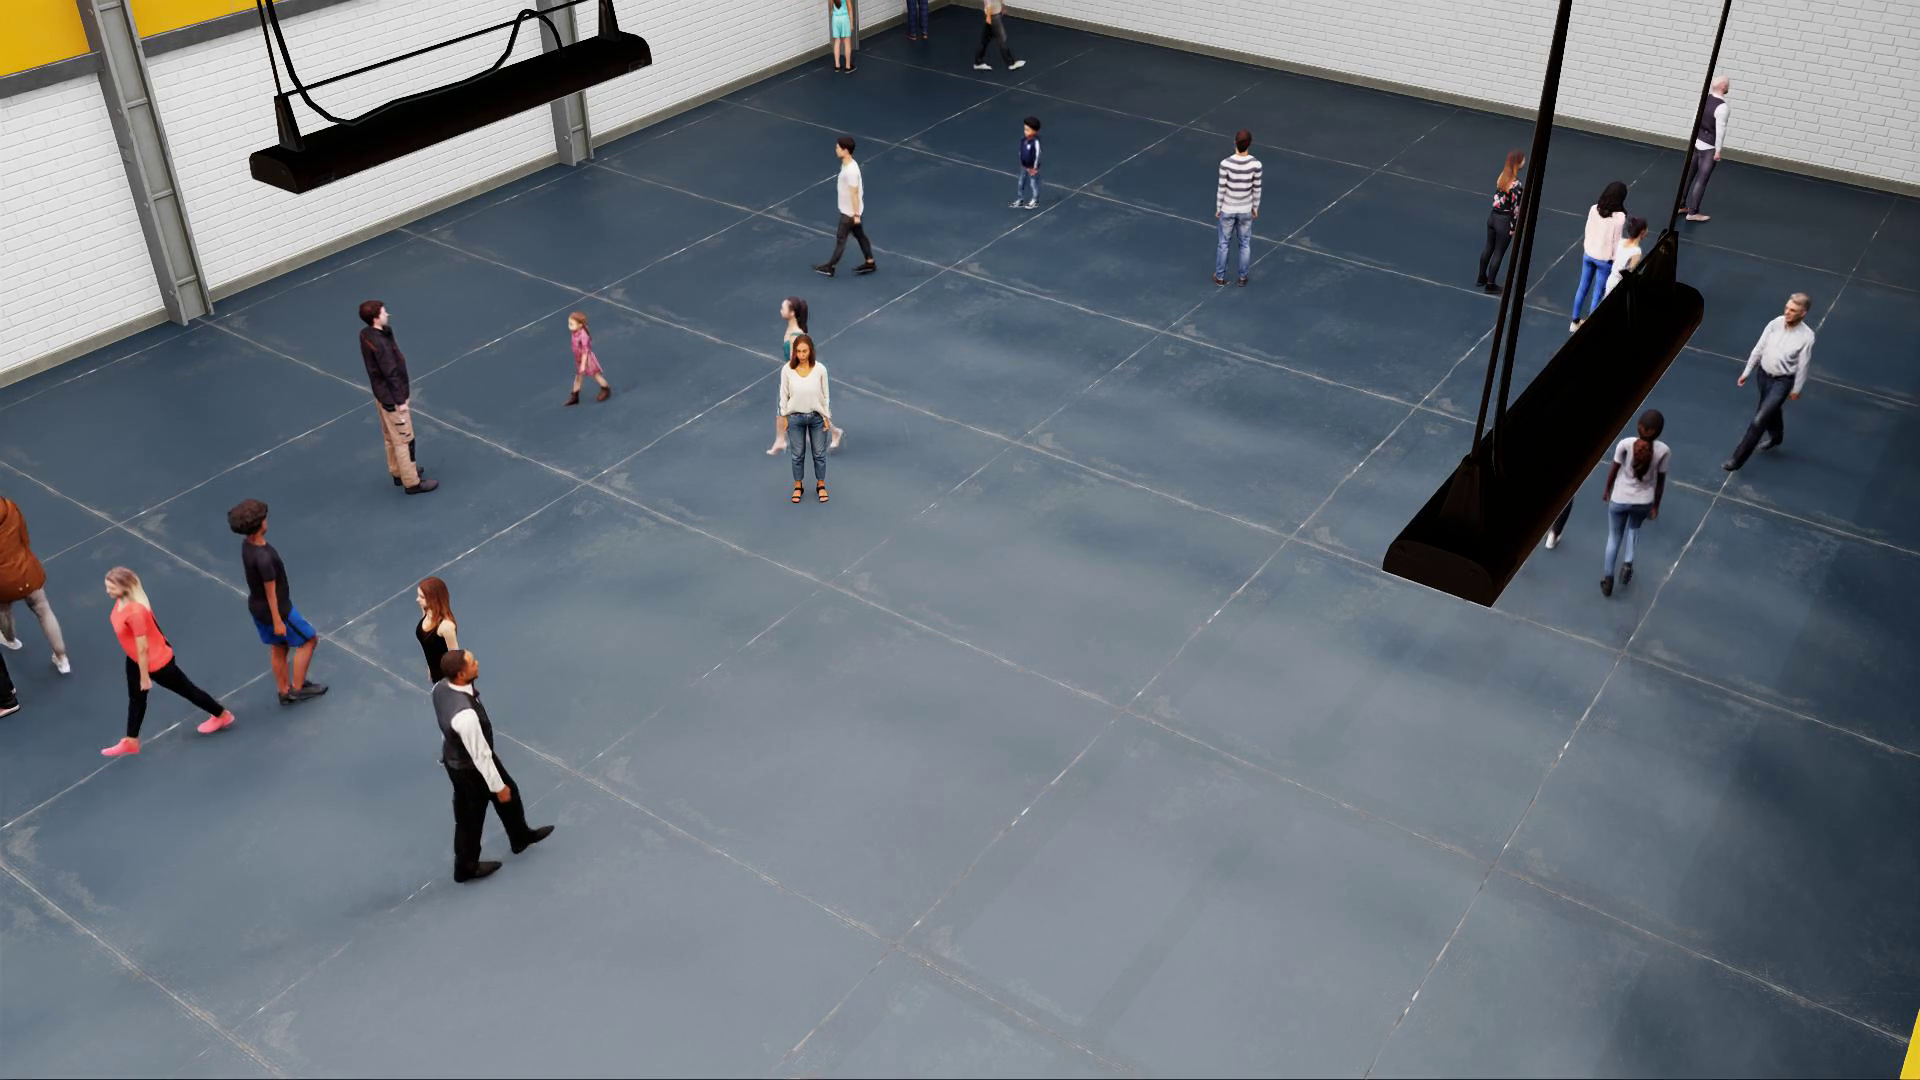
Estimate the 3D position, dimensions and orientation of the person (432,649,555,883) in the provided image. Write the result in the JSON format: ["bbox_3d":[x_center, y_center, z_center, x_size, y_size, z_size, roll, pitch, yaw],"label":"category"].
[{"bbox_3d":[-3.345,1.542,11.081,1.127,1.895,0.985,-17,37,-23],"label":"person"}]

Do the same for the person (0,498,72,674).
[{"bbox_3d":[-7.388,0.309,13.035,0.817,1.785,1.023,26,41,33],"label":"person"}]

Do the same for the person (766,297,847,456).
[{"bbox_3d":[-1.481,-1.520,15.909,1.060,1.651,0.974,-7,34,-11],"label":"person"}]

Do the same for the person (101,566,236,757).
[{"bbox_3d":[-5.872,0.873,12.318,1.238,1.640,0.880,-21,39,-28],"label":"person"}]

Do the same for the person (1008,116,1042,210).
[{"bbox_3d":[0.947,-4.827,21.278,0.721,1.213,0.645,-20,39,-28],"label":"person"}]

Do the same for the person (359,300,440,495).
[{"bbox_3d":[-5.260,-1.332,15.378,0.718,1.924,0.768,-23,40,-30],"label":"person"}]

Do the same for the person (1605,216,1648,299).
[{"bbox_3d":[6.941,-2.670,17.665,0.852,1.622,0.796,-5,34,-7],"label":"person"}]

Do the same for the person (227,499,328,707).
[{"bbox_3d":[-5.333,0.545,12.696,0.721,1.767,0.719,-21,39,-28],"label":"person"}]

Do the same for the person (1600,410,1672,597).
[{"bbox_3d":[5.645,-0.272,13.979,0.704,1.708,0.762,7,34,10],"label":"person"}]

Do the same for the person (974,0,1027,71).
[{"bbox_3d":[0.421,-8.162,25.780,1.072,1.785,1.097,1,34,1],"label":"person"}]

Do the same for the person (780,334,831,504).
[{"bbox_3d":[-1.409,-1.129,15.291,0.696,1.682,0.729,-1,34,-2],"label":"person"}]

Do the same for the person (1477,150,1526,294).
[{"bbox_3d":[6.222,-3.668,19.110,0.690,1.684,0.646,-9,35,-13],"label":"person"}]

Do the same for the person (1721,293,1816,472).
[{"bbox_3d":[7.810,-1.538,15.826,1.284,1.771,1.022,-16,37,-23],"label":"person"}]

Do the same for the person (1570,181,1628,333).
[{"bbox_3d":[6.963,-3.068,18.131,0.701,1.769,0.720,-17,37,-24],"label":"person"}]

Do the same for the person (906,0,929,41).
[{"bbox_3d":[-0.716,-9.128,27.198,0.735,1.824,0.839,-13,36,-18],"label":"person"}]

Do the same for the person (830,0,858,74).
[{"bbox_3d":[-1.843,-8.068,25.843,0.587,1.558,0.575,13,36,19],"label":"person"}]

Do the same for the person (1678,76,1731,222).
[{"bbox_3d":[9.349,-4.923,20.872,0.814,1.823,0.783,-10,35,-14],"label":"person"}]

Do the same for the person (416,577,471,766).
[{"bbox_3d":[-3.698,0.984,12.072,0.571,1.726,0.605,-27,42,-34],"label":"person"}]

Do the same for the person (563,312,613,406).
[{"bbox_3d":[-3.788,-1.860,17.008,0.781,0.999,0.540,-26,41,-33],"label":"person"}]

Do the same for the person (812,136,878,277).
[{"bbox_3d":[-1.191,-3.885,19.430,1.077,1.691,1.046,-3,34,-5],"label":"person"}]

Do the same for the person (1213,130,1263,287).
[{"bbox_3d":[3.198,-3.825,19.193,0.723,1.855,0.722,2,34,3],"label":"person"}]
